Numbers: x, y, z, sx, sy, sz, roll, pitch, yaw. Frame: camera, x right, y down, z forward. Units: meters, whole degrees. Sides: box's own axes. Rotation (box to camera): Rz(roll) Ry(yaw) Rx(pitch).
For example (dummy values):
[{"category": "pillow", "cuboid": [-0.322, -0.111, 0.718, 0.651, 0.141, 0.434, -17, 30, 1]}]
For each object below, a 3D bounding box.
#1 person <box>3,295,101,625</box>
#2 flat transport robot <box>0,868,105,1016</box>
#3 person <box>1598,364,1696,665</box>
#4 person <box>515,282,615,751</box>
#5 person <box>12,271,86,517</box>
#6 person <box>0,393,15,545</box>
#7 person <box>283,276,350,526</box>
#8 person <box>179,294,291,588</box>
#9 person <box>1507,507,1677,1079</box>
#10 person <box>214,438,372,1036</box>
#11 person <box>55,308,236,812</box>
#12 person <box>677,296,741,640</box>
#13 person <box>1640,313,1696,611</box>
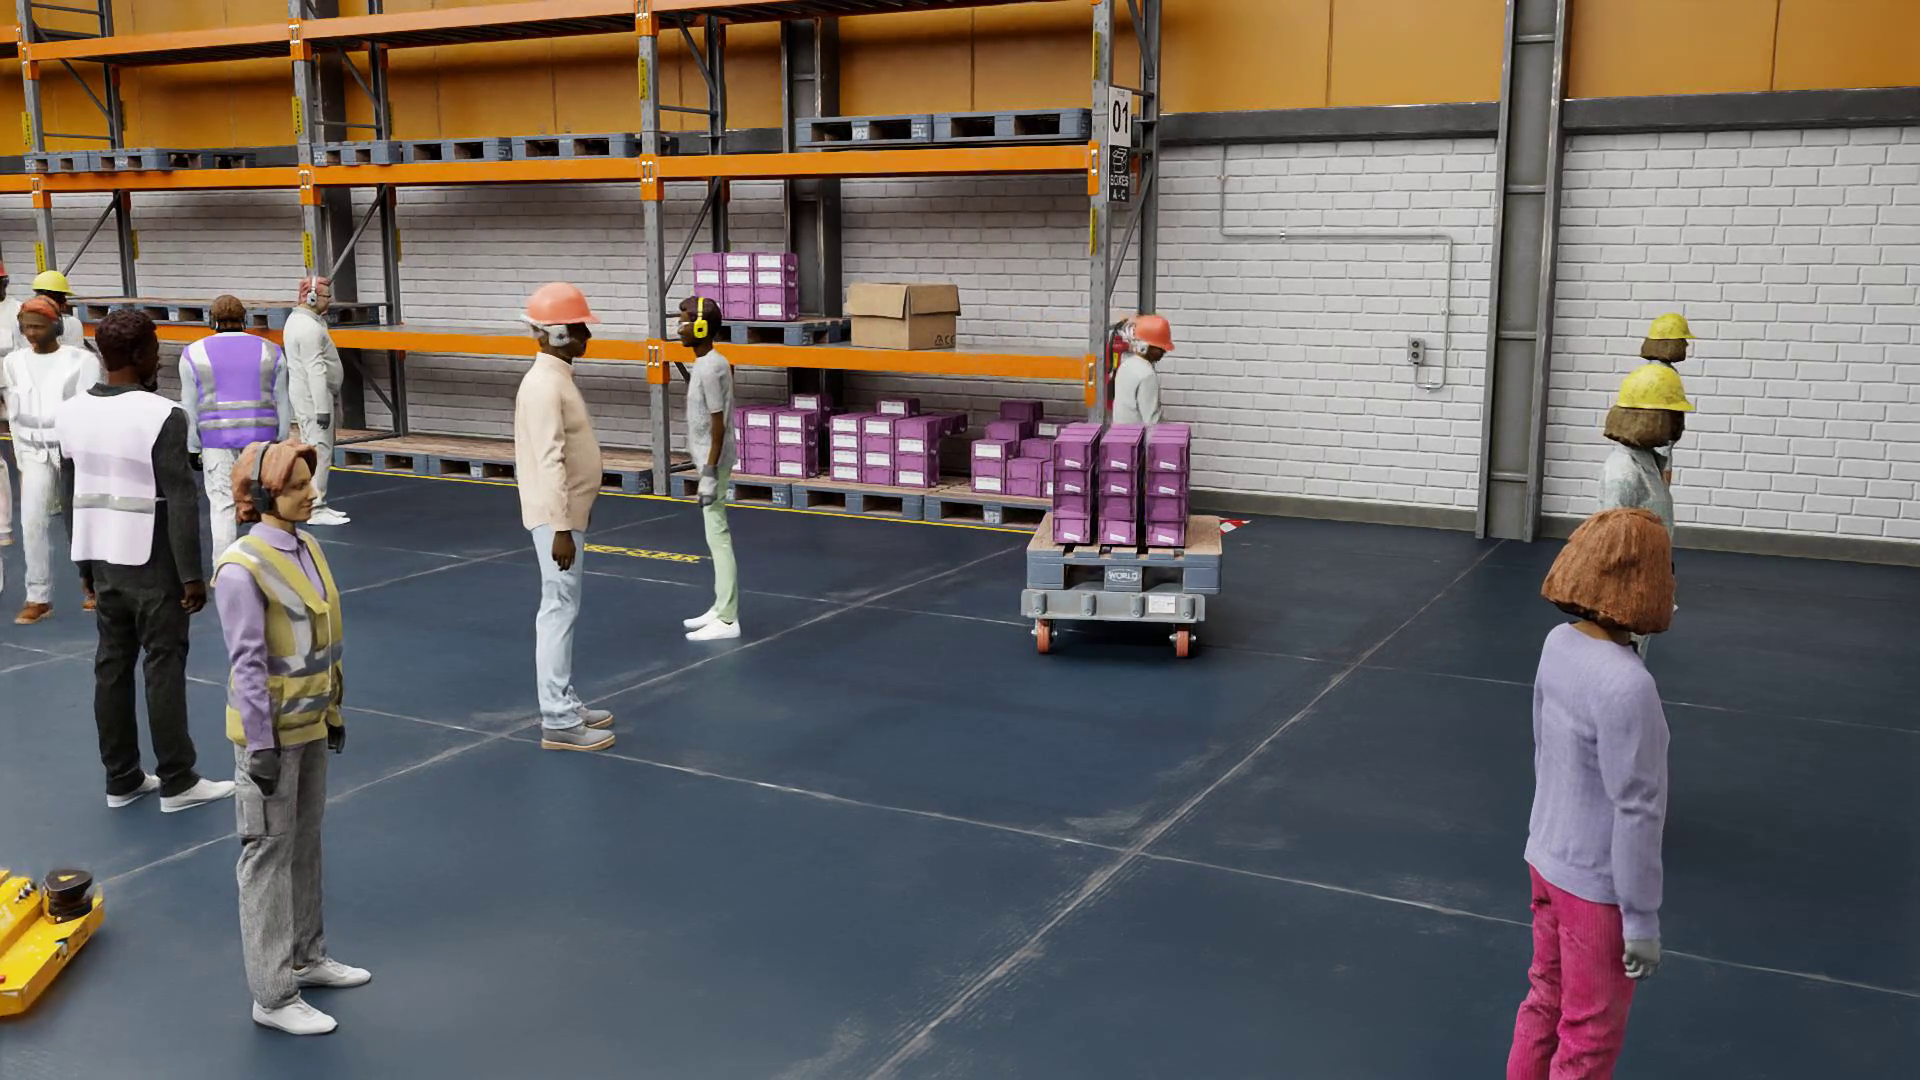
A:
[{"category": "person", "cuboid": [-5.144, -0.468, 9.531, 0.592, 1.860, 0.664, 0, 10, 0]}, {"category": "flat transport robot", "cuboid": [-3.354, 1.188, 4.814, 1.431, 0.197, 0.652, -2, 10, -8]}, {"category": "person", "cuboid": [2.406, 0.244, 5.951, 0.319, 1.742, 0.492, 6, 12, 30]}, {"category": "person", "cuboid": [-1.699, -0.100, 7.149, 0.386, 1.993, 0.622, -2, 11, -11]}, {"category": "person", "cuboid": [-7.054, -1.133, 13.014, 0.585, 1.921, 0.383, 1, 10, 7]}, {"category": "person", "cuboid": [-6.880, -0.905, 11.558, 0.379, 1.996, 0.610, -1, 10, -4]}, {"category": "person", "cuboid": [-4.884, -1.052, 12.650, 0.400, 1.895, 0.654, -6, 12, -29]}, {"category": "person", "cuboid": [-4.501, -0.606, 10.381, 0.623, 1.835, 0.431, -6, 12, -29]}, {"category": "person", "cuboid": [1.356, 0.737, 3.547, 0.286, 1.633, 0.499, 0, 10, -1]}, {"category": "person", "cuboid": [-1.870, 0.535, 4.633, 0.311, 1.642, 0.513, 0, 10, -1]}, {"category": "person", "cuboid": [-3.139, 0.088, 6.330, 0.590, 1.916, 0.393, 4, 11, 19]}, {"category": "person", "cuboid": [-1.370, -0.385, 9.052, 0.331, 1.872, 0.513, -1, 10, -8]}, {"category": "person", "cuboid": [4.128, -0.465, 9.834, 0.304, 1.745, 0.483, 2, 11, 12]}]
